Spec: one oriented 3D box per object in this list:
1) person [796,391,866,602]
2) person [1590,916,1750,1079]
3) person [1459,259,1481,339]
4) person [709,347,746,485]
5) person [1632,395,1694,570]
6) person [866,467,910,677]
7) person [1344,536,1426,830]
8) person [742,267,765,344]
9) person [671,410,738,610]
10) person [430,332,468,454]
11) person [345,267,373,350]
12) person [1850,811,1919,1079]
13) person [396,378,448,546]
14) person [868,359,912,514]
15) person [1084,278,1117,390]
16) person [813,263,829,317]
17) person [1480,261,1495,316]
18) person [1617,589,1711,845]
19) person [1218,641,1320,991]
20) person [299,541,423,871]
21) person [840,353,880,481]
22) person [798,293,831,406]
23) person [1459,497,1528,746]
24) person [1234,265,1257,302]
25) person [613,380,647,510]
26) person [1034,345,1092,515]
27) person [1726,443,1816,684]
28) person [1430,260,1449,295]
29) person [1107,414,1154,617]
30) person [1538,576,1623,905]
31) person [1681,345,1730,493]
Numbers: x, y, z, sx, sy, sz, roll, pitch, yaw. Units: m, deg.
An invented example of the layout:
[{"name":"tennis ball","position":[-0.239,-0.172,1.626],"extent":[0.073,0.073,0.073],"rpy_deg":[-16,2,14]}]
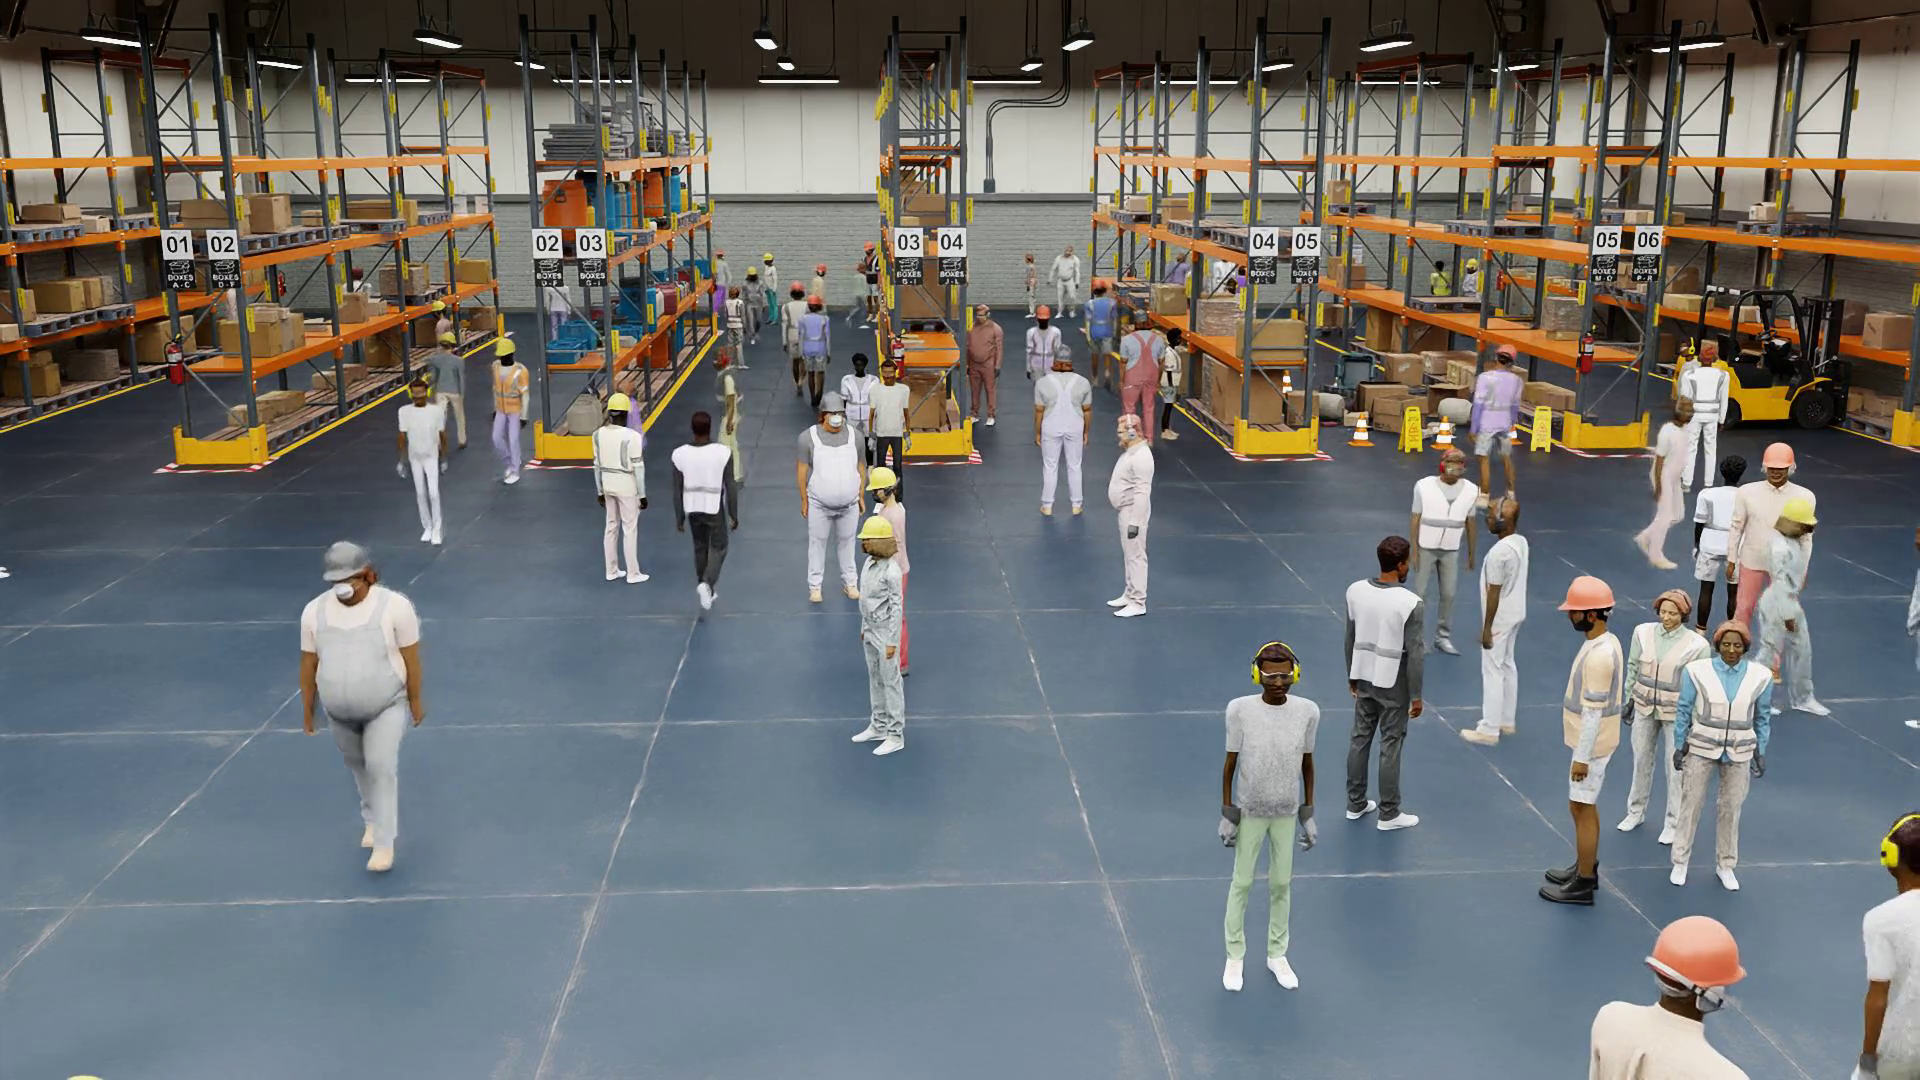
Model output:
[{"name":"person","position":[-1.213,-0.415,16.026],"extent":[0.686,2.000,0.538],"rpy_deg":[-4,14,-17]},{"name":"person","position":[2.252,2.142,5.333],"extent":[0.427,1.984,0.614],"rpy_deg":[-5,14,-19]},{"name":"person","position":[11.757,-5.549,38.247],"extent":[0.403,1.826,0.597],"rpy_deg":[-3,14,-11]},{"name":"person","position":[-2.996,-1.580,21.464],"extent":[0.461,1.814,0.676],"rpy_deg":[-4,14,-16]},{"name":"person","position":[7.316,-0.605,17.262],"extent":[0.555,1.837,0.484],"rpy_deg":[-13,18,-43]},{"name":"person","position":[-0.598,0.264,13.776],"extent":[0.342,1.754,0.532],"rpy_deg":[-4,14,-16]},{"name":"person","position":[2.712,0.911,10.670],"extent":[0.391,1.919,0.590],"rpy_deg":[-10,17,-37]},{"name":"person","position":[-4.614,-5.246,37.165],"extent":[0.493,1.731,0.498],"rpy_deg":[-4,14,-15]},{"name":"person","position":[-2.416,-0.274,15.724],"extent":[0.600,1.904,0.714],"rpy_deg":[2,13,8]},{"name":"person","position":[-7.353,-2.114,23.874],"extent":[0.520,1.737,0.820],"rpy_deg":[0,13,-1]},{"name":"person","position":[-12.629,-4.798,34.981],"extent":[0.583,1.864,0.712],"rpy_deg":[-1,13,-4]},{"name":"person","position":[3.651,1.972,6.430],"extent":[0.566,1.814,1.006],"rpy_deg":[-3,14,-11]},{"name":"person","position":[-5.934,-0.853,18.310],"extent":[0.522,1.846,0.757],"rpy_deg":[-2,13,-6]},{"name":"person","position":[-0.838,-1.239,19.889],"extent":[0.535,1.866,0.314],"rpy_deg":[-2,13,-7]},{"name":"person","position":[2.546,-3.713,30.058],"extent":[0.604,2.020,0.879],"rpy_deg":[0,13,1]},{"name":"person","position":[-3.169,-5.421,37.887],"extent":[0.360,1.741,0.583],"rpy_deg":[-5,14,-19]},{"name":"person","position":[13.014,-6.105,41.062],"extent":[0.660,1.587,0.597],"rpy_deg":[6,15,24]},{"name":"person","position":[4.442,1.098,10.499],"extent":[0.312,1.634,0.514],"rpy_deg":[-11,17,-40]},{"name":"person","position":[1.595,1.426,8.607],"extent":[0.508,1.865,0.329],"rpy_deg":[-1,13,-3]},{"name":"person","position":[-3.675,0.984,10.098],"extent":[0.695,2.000,0.898],"rpy_deg":[0,13,1]},{"name":"person","position":[-1.306,-1.619,21.859],"extent":[0.540,1.697,0.317],"rpy_deg":[0,13,-2]},{"name":"person","position":[-2.453,-3.186,28.038],"extent":[0.542,1.921,0.540],"rpy_deg":[-1,13,-4]},{"name":"person","position":[3.951,0.591,12.199],"extent":[0.346,1.839,0.517],"rpy_deg":[11,17,39]},{"name":"person","position":[6.116,-5.043,36.059],"extent":[0.633,1.841,0.429],"rpy_deg":[3,14,13]},{"name":"person","position":[-3.926,-1.106,19.836],"extent":[0.360,1.626,0.557],"rpy_deg":[3,14,12]},{"name":"person","position":[1.212,-1.319,19.853],"extent":[0.688,2.000,0.539],"rpy_deg":[-1,13,-3]},{"name":"person","position":[6.591,0.186,13.575],"extent":[0.622,1.992,0.393],"rpy_deg":[6,15,24]},{"name":"person","position":[11.574,-5.932,40.242],"extent":[0.539,1.647,0.892],"rpy_deg":[-4,14,-17]},{"name":"person","position":[1.589,-0.233,15.557],"extent":[0.407,1.902,0.639],"rpy_deg":[0,13,-2]},{"name":"person","position":[3.612,1.154,9.641],"extent":[0.391,1.923,0.554],"rpy_deg":[5,14,21]},{"name":"person","position":[9.404,-1.528,21.077],"extent":[0.572,1.883,0.355],"rpy_deg":[3,14,14]}]
